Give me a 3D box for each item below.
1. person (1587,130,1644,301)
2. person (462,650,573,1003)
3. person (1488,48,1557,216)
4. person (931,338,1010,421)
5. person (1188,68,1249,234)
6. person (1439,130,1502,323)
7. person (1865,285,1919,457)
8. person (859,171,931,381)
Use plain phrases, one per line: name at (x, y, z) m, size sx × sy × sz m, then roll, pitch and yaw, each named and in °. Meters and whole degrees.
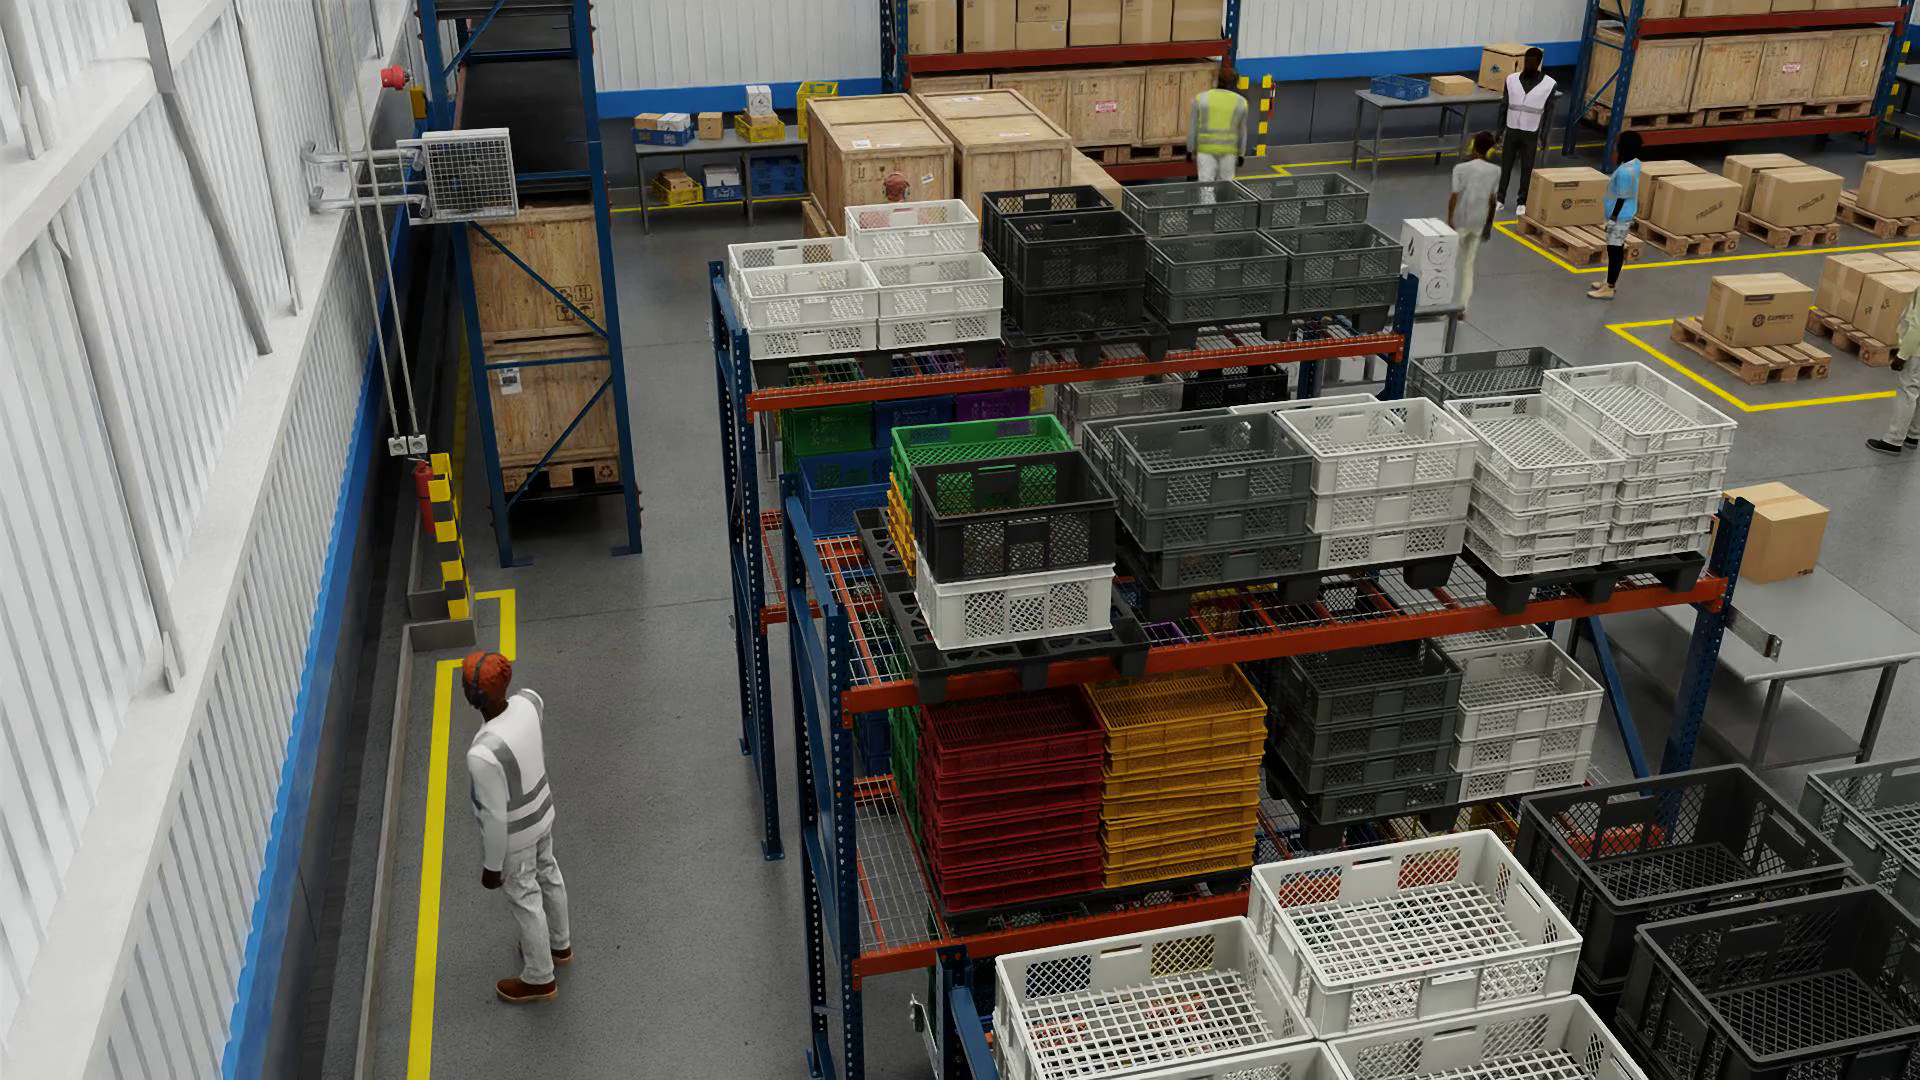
person at (6.601, -3.260, 16.681) m, size 0.319 × 1.698 × 0.532 m, roll 15°, pitch 31°, yaw 25°
person at (-2.079, 1.338, 7.763) m, size 0.359 × 1.883 × 0.573 m, roll 5°, pitch 28°, yaw 10°
person at (6.507, -4.727, 19.232) m, size 0.597 × 1.916 × 0.374 m, roll 15°, pitch 31°, yaw 27°
person at (0.094, -0.976, 12.095) m, size 0.635 × 1.936 × 0.353 m, roll 13°, pitch 31°, yaw 23°
person at (2.887, -4.362, 18.667) m, size 0.658 × 1.804 × 0.545 m, roll 4°, pitch 28°, yaw 7°
person at (4.932, -3.023, 16.089) m, size 0.540 × 1.829 × 0.516 m, roll -1°, pitch 28°, yaw -2°
person at (7.702, -1.563, 13.316) m, size 0.588 × 1.836 × 0.403 m, roll -15°, pitch 31°, yaw -27°
person at (-0.551, -2.290, 14.636) m, size 0.645 × 1.899 × 0.397 m, roll 1°, pitch 28°, yaw 3°
